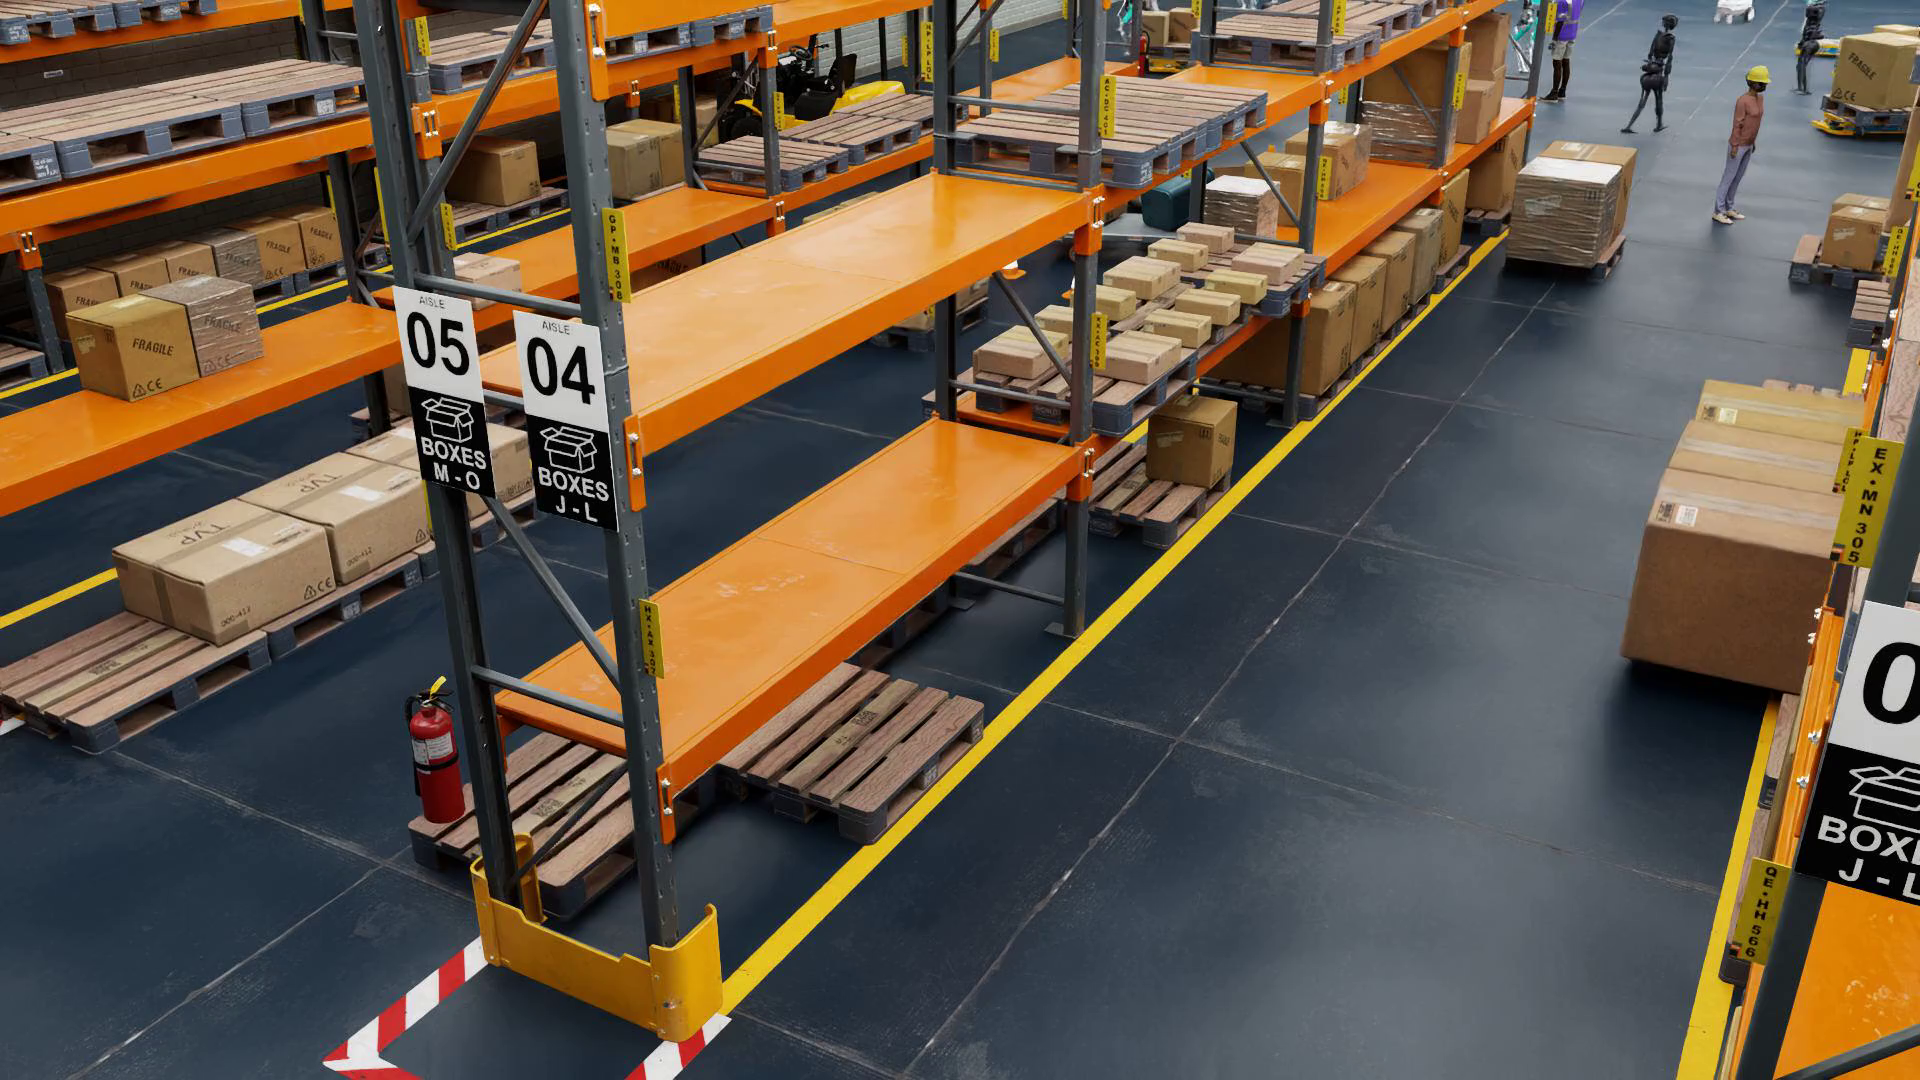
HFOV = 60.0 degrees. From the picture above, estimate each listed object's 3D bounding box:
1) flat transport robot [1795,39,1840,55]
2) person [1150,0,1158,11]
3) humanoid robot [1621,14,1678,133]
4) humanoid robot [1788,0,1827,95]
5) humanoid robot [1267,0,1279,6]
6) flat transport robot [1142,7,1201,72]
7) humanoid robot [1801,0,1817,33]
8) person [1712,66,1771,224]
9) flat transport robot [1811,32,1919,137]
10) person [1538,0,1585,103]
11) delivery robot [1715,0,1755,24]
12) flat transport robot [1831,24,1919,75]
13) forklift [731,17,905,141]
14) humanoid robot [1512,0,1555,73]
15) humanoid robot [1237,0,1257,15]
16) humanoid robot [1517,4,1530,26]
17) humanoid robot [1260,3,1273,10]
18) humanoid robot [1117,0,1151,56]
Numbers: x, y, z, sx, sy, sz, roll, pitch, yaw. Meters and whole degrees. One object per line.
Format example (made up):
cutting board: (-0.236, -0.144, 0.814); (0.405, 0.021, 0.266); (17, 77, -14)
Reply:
flat transport robot: (15.539, -8.658, 29.332); (1.431, 0.231, 0.659); (11, 28, 21)
person: (3.649, -10.580, 31.466); (0.422, 1.882, 0.721); (3, 26, 6)
humanoid robot: (9.766, -6.544, 23.369); (0.669, 1.617, 0.594); (-4, 26, -9)
humanoid robot: (13.235, -7.796, 25.908); (0.331, 1.650, 0.590); (5, 26, 9)
humanoid robot: (6.625, -11.966, 34.584); (0.749, 1.833, 0.539); (-4, 26, -8)
flat transport robot: (3.554, -8.164, 28.305); (0.659, 0.231, 1.431); (4, 26, 8)
humanoid robot: (16.115, -10.478, 31.505); (0.749, 1.852, 0.546); (-3, 26, -6)
person: (8.960, -4.516, 18.999); (0.533, 1.767, 0.316); (-21, 33, -37)
flat transport robot: (12.958, -5.892, 23.584); (1.431, 0.231, 0.659); (0, 26, 0)
person: (9.193, -7.682, 25.349); (0.602, 1.966, 0.368); (-22, 33, -38)
delivery robot: (15.275, -10.498, 32.808); (0.757, 0.580, 0.499); (-16, 30, -29)
flat transport robot: (15.045, -7.552, 27.034); (0.659, 0.231, 1.431); (-11, 28, -22)
forklift: (-1.819, -5.975, 21.543); (2.313, 2.155, 1.214); (14, 29, 26)
humanoid robot: (9.481, -8.607, 27.617); (0.558, 1.866, 0.668); (-5, 26, -10)
humanoid robot: (5.622, -10.627, 31.746); (0.781, 1.776, 0.552); (17, 30, 31)
humanoid robot: (11.031, -10.728, 32.010); (0.400, 1.626, 0.610); (6, 26, 11)
humanoid robot: (4.392, -6.957, 24.192); (0.616, 1.634, 0.656); (16, 30, 30)
humanoid robot: (2.968, -9.141, 28.727); (0.541, 1.859, 0.744); (23, 34, 39)
